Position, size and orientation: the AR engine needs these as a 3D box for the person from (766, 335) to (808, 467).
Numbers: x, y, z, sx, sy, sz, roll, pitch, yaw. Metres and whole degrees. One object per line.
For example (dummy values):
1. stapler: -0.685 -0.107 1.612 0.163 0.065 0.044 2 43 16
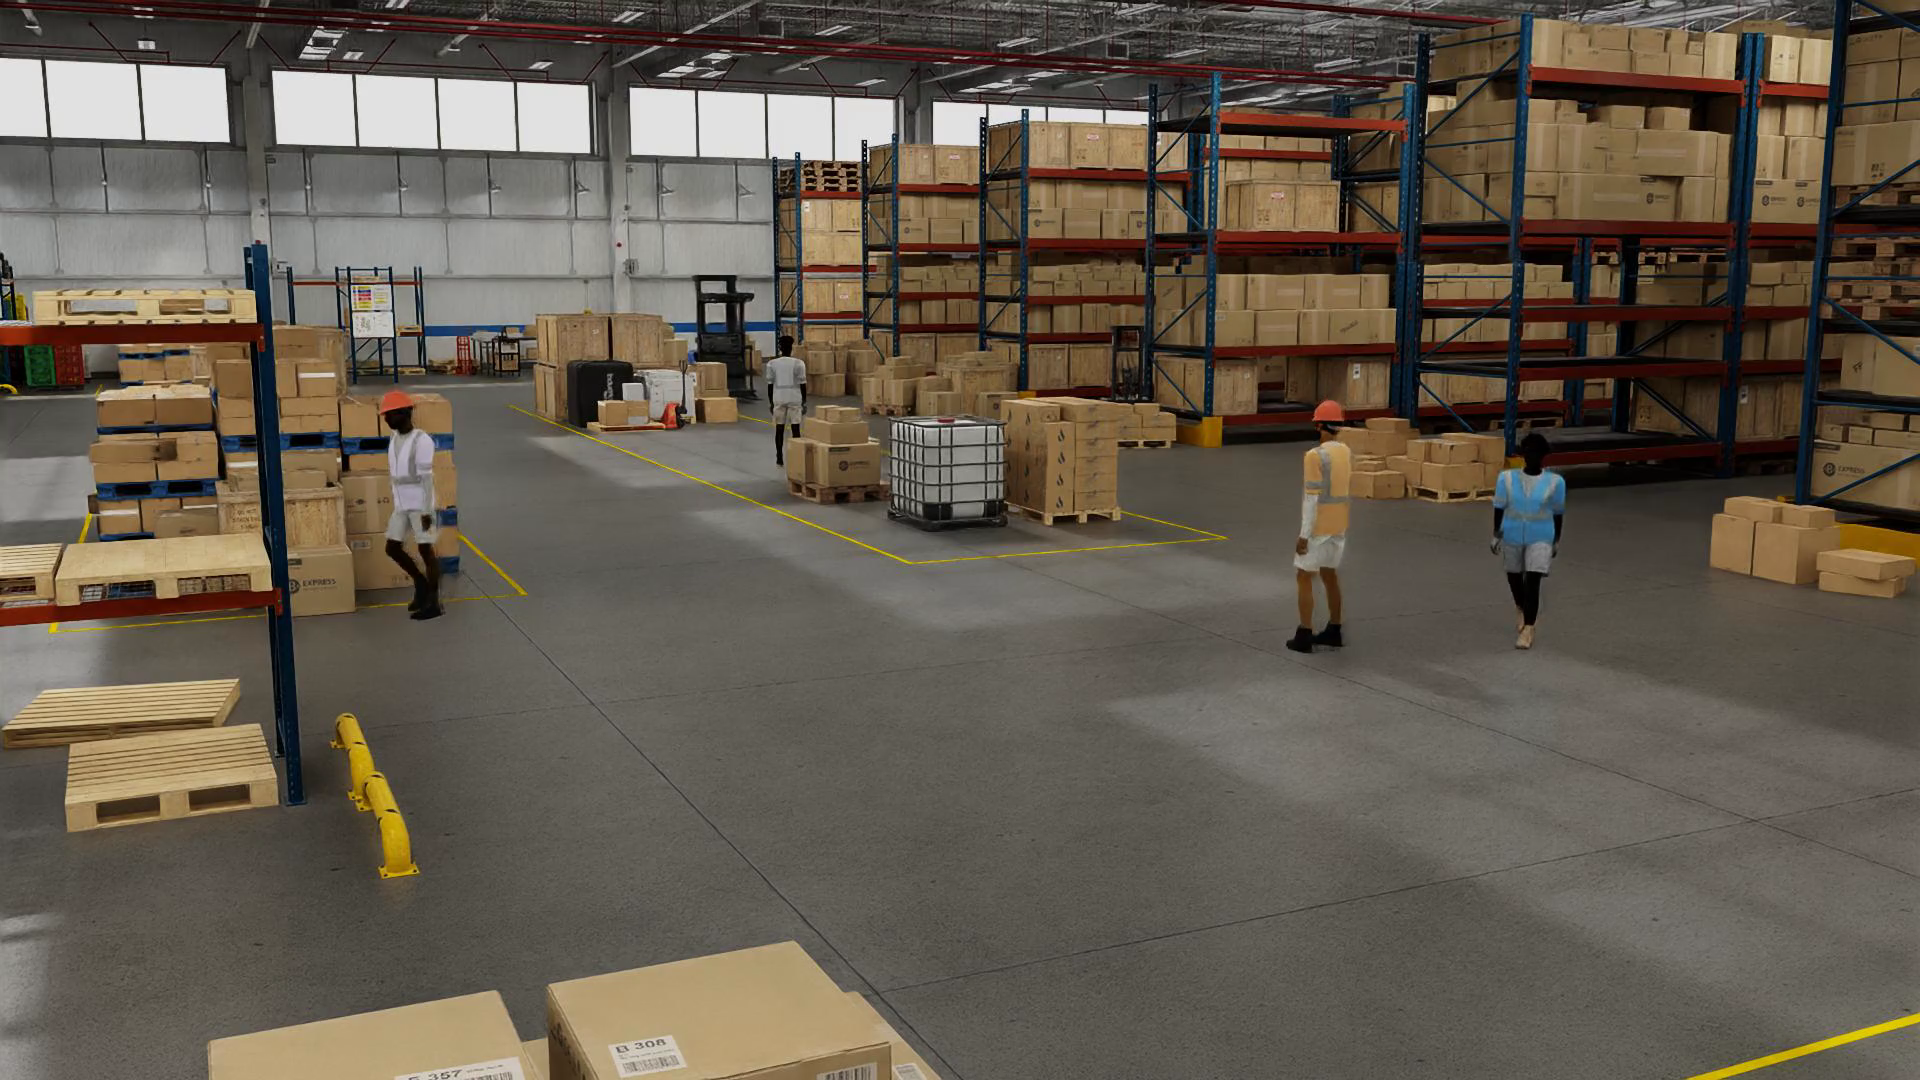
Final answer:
1. person: -2.560 -2.056 24.684 0.606 1.963 0.367 1 9 4

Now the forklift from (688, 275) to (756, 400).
1. forklift: -5.511 -4.583 37.524 1.129 2.768 1.873 -5 10 -29

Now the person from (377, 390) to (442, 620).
1. person: -4.554 -0.286 13.832 0.605 1.915 0.398 6 11 33

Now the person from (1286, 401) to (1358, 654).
1. person: 2.766 -0.092 12.708 0.595 1.908 0.370 -8 12 -40

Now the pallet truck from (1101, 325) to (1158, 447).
1. pallet truck: 2.881 -2.596 27.923 0.823 1.965 1.885 -1 9 -7

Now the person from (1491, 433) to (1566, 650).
1. person: 4.447 -0.026 13.014 0.529 1.665 0.830 5 10 29
